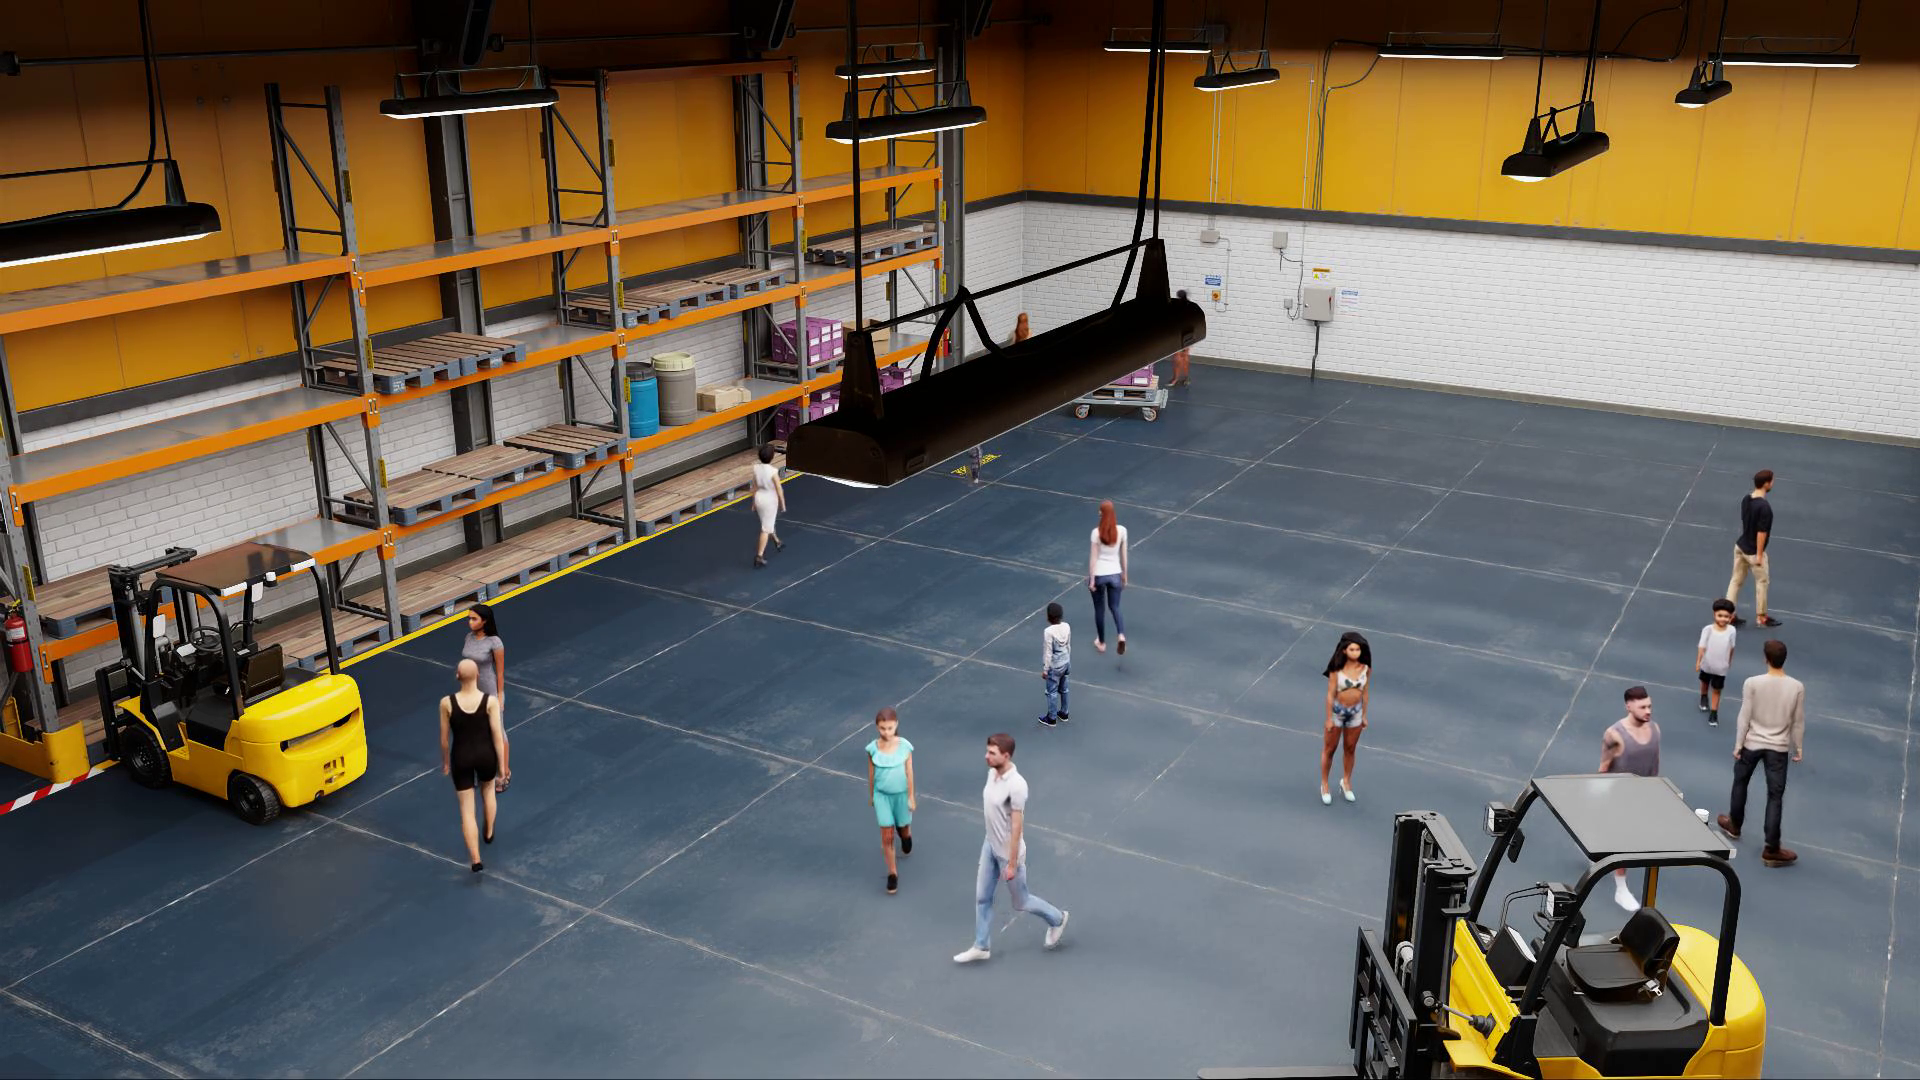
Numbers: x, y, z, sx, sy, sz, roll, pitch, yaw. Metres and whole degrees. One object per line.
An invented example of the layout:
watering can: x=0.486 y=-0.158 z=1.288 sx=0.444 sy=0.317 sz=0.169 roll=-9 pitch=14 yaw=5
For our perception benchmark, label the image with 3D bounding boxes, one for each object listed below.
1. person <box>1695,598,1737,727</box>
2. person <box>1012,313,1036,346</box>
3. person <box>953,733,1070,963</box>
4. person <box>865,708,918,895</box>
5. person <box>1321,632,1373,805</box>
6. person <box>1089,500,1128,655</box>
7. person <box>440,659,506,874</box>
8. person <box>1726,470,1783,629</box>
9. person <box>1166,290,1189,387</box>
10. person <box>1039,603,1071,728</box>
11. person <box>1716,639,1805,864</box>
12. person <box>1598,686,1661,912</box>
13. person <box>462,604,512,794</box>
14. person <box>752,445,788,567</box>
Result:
person: x=7.507 y=1.171 z=16.560 sx=0.613 sy=1.226 sz=0.927 roll=6 pitch=19 yaw=17
person: x=1.090 y=-3.109 z=28.647 sx=0.667 sy=1.624 sz=0.690 roll=1 pitch=19 yaw=4
person: x=0.418 y=2.284 z=12.313 sx=1.231 sy=1.828 sz=1.042 roll=-10 pitch=21 yaw=-26
person: x=-0.548 y=2.043 z=13.474 sx=0.813 sy=1.543 sz=1.009 roll=1 pitch=19 yaw=2
person: x=3.418 y=1.566 z=14.760 sx=0.664 sy=1.626 sz=0.717 roll=-3 pitch=19 yaw=-10
person: x=1.612 y=0.443 z=17.938 sx=0.894 sy=1.727 sz=0.962 roll=-4 pitch=19 yaw=-13
person: x=-3.993 y=1.868 z=13.618 sx=1.149 sy=1.783 sz=1.183 roll=-6 pitch=19 yaw=-17
person: x=8.837 y=0.117 z=18.728 sx=0.992 sy=1.841 sz=0.946 roll=-2 pitch=19 yaw=-7
person: x=4.020 y=-3.628 z=29.950 sx=0.760 sy=1.775 sz=0.544 roll=11 pitch=21 yaw=29
person: x=0.947 y=1.214 z=16.381 sx=0.511 sy=1.259 sz=0.608 roll=-15 pitch=23 yaw=-37
person: x=6.731 y=1.769 z=13.838 sx=0.853 sy=1.830 sz=0.971 roll=8 pitch=20 yaw=23
person: x=5.235 y=1.953 z=13.139 sx=1.085 sy=1.827 sz=1.162 roll=-4 pitch=19 yaw=-13
person: x=-4.263 y=1.414 z=14.969 sx=0.592 sy=1.781 sz=0.527 roll=9 pitch=21 yaw=25
person: x=-2.454 y=-0.395 z=20.758 sx=0.565 sy=1.516 sz=0.965 roll=10 pitch=21 yaw=27
